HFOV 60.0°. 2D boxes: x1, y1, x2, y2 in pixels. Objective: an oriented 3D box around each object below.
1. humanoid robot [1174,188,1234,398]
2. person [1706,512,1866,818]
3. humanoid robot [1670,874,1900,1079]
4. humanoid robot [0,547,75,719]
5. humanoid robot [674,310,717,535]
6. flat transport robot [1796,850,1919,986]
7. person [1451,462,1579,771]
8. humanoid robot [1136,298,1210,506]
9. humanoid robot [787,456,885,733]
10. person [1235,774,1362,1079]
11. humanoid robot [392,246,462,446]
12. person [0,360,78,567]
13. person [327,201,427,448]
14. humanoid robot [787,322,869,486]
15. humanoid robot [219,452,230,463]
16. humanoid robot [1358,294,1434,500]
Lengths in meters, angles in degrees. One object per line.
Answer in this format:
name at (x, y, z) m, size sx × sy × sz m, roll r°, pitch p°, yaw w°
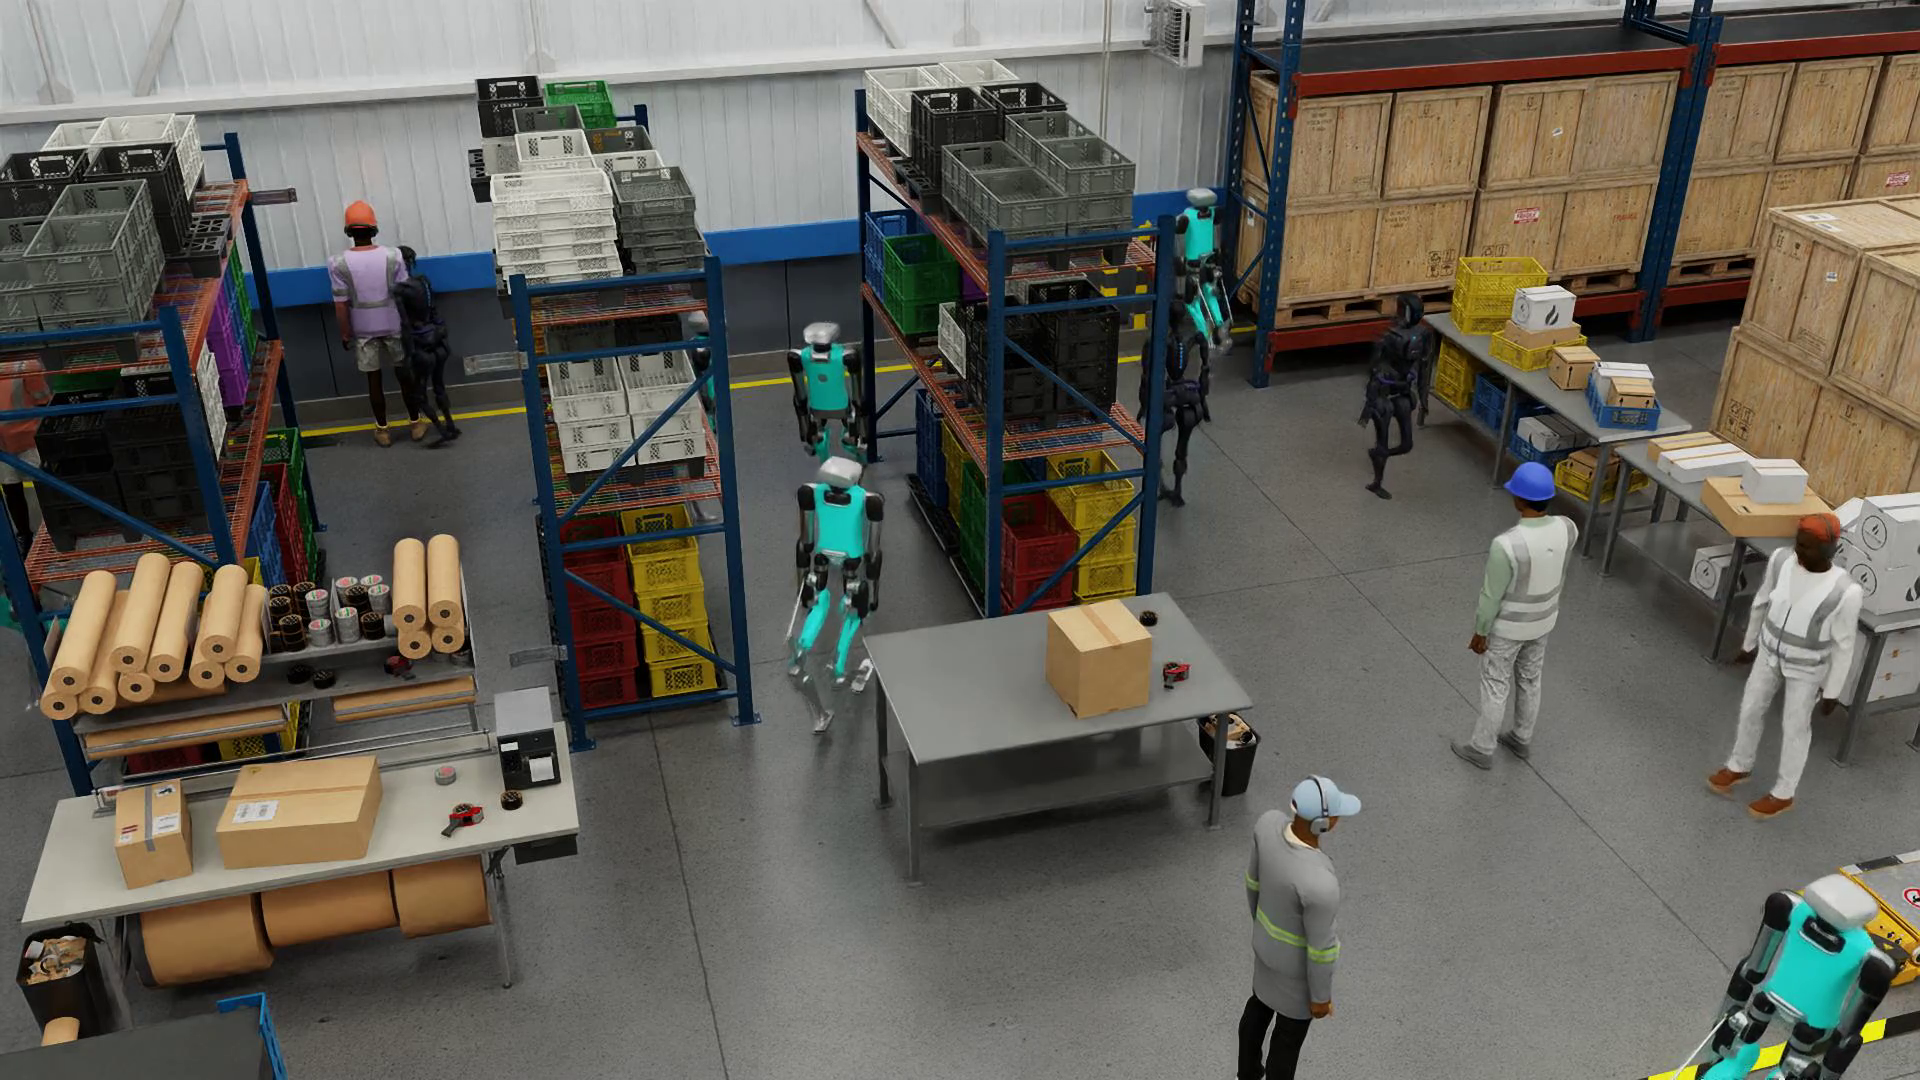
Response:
humanoid robot at (2.241, -2.114, 14.532) m, size 0.531 × 1.804 × 0.803 m, roll -20°, pitch 35°, yaw -32°
person at (4.630, 0.687, 9.234) m, size 0.342 × 1.881 × 0.629 m, roll -14°, pitch 32°, yaw -24°
humanoid robot at (3.198, 2.153, 6.711) m, size 1.025 × 1.723 × 0.549 m, roll -16°, pitch 33°, yaw -27°
humanoid robot at (-5.653, 0.332, 10.023) m, size 0.546 × 1.754 × 0.782 m, roll 7°, pitch 30°, yaw 13°
humanoid robot at (-2.021, -0.852, 12.179) m, size 0.695 × 1.768 × 0.545 m, roll 3°, pitch 29°, yaw 5°
flat transport robot at (5.163, 1.916, 8.676) m, size 1.431 × 0.231 × 0.659 m, roll -8°, pitch 30°, yaw -14°
person at (3.215, 0.446, 9.617) m, size 0.608 × 1.939 × 0.413 m, roll -14°, pitch 32°, yaw -23°
humanoid robot at (1.635, -1.019, 12.545) m, size 0.583 × 1.643 × 0.401 m, roll -7°, pitch 30°, yaw -12°
humanoid robot at (-0.763, 0.395, 9.912) m, size 0.555 × 1.732 × 1.013 m, roll 7°, pitch 30°, yaw 13°
person at (1.474, 1.790, 7.261) m, size 0.396 × 1.850 × 0.597 m, roll -10°, pitch 30°, yaw -17°
humanoid robot at (-4.382, -1.591, 13.593) m, size 0.414 × 1.632 × 0.614 m, roll 4°, pitch 29°, yaw 7°
person at (-6.644, -0.703, 11.687) m, size 0.606 × 1.957 × 0.396 m, roll -3°, pitch 29°, yaw -5°
person at (-4.722, -1.744, 13.495) m, size 0.612 × 2.041 × 0.391 m, roll -11°, pitch 31°, yaw -20°
humanoid robot at (-0.892, -0.775, 12.158) m, size 0.552 × 1.888 × 0.757 m, roll 4°, pitch 29°, yaw 8°
humanoid robot at (-5.699, -0.990, 12.499) m, size 0.331 × 1.655 × 0.600 m, roll -8°, pitch 30°, yaw -15°
humanoid robot at (3.298, -1.134, 12.765) m, size 0.613 × 1.640 × 0.427 m, roll -13°, pitch 31°, yaw -23°
